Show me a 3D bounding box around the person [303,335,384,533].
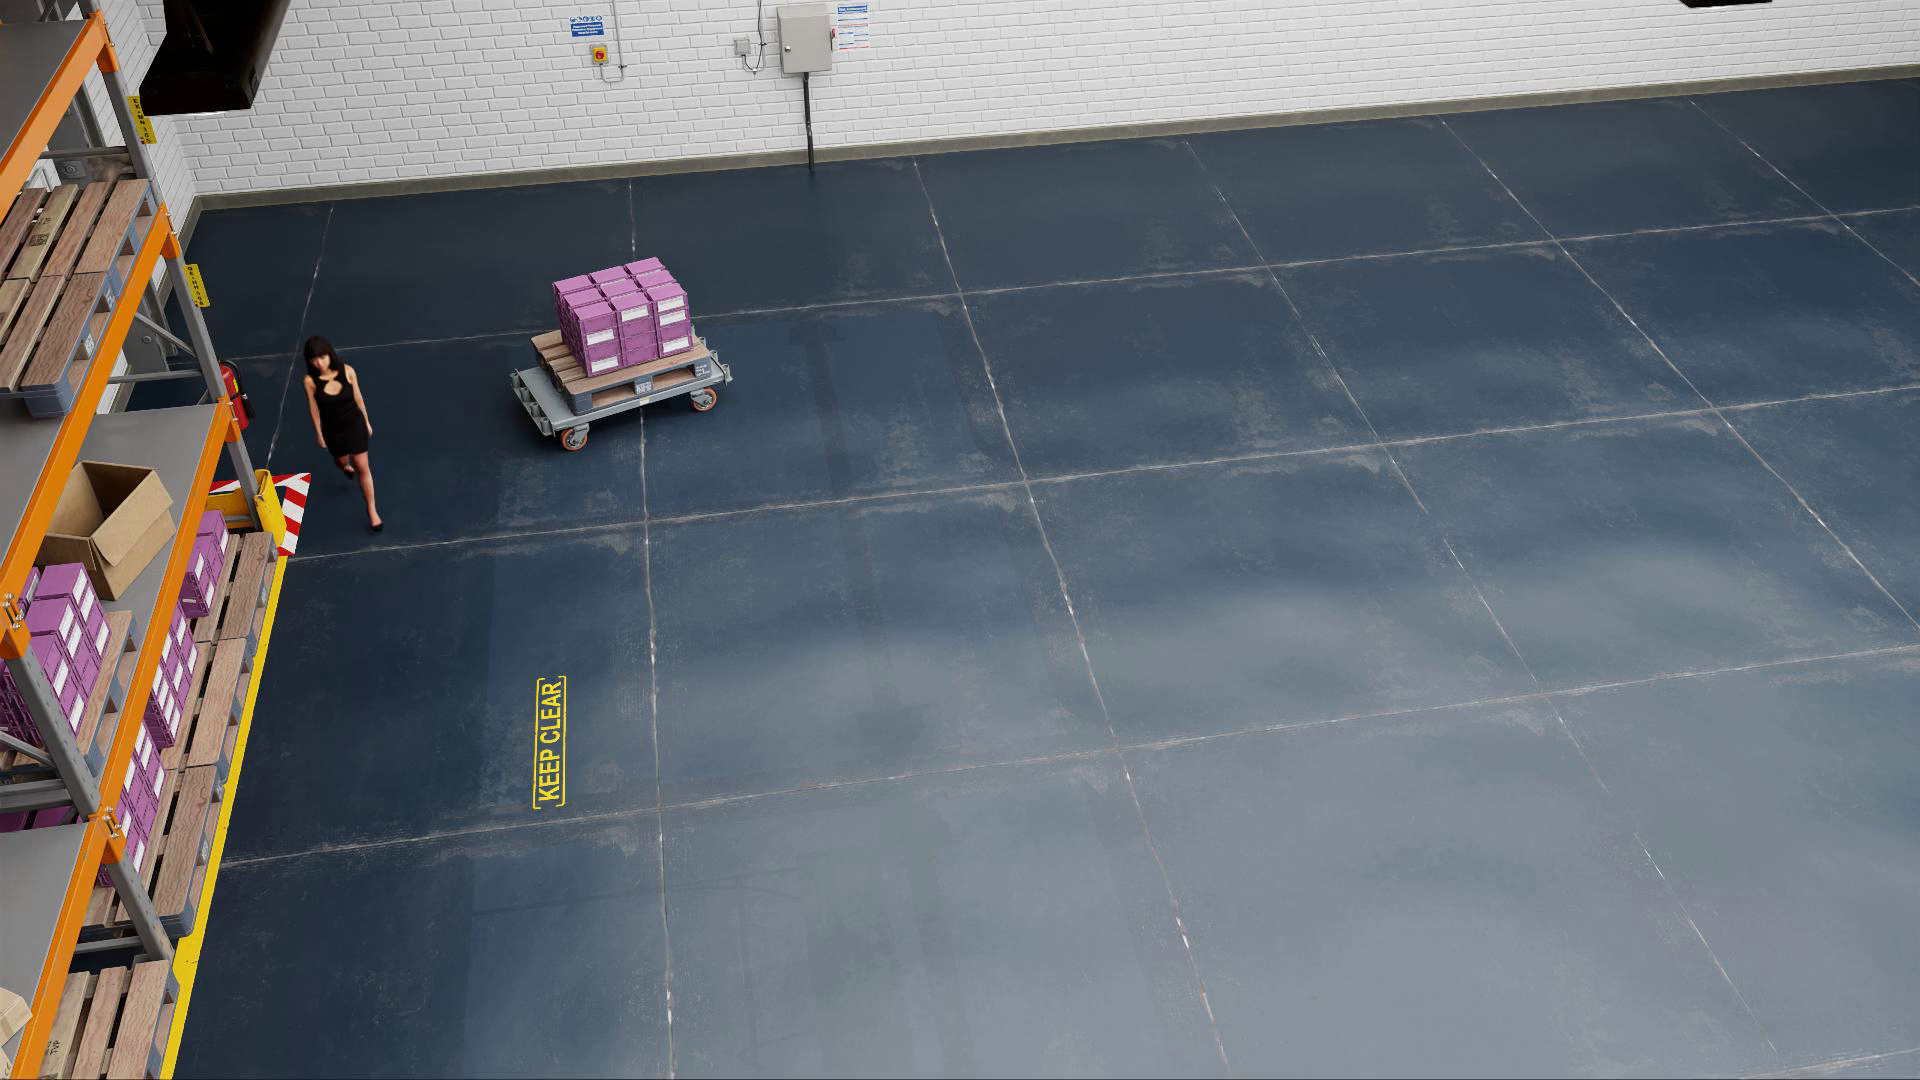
[{"bbox_3d":[-4.645,-0.860,12.464,0.777,1.626,1.074,-18,42,-22],"label":"person"}]
